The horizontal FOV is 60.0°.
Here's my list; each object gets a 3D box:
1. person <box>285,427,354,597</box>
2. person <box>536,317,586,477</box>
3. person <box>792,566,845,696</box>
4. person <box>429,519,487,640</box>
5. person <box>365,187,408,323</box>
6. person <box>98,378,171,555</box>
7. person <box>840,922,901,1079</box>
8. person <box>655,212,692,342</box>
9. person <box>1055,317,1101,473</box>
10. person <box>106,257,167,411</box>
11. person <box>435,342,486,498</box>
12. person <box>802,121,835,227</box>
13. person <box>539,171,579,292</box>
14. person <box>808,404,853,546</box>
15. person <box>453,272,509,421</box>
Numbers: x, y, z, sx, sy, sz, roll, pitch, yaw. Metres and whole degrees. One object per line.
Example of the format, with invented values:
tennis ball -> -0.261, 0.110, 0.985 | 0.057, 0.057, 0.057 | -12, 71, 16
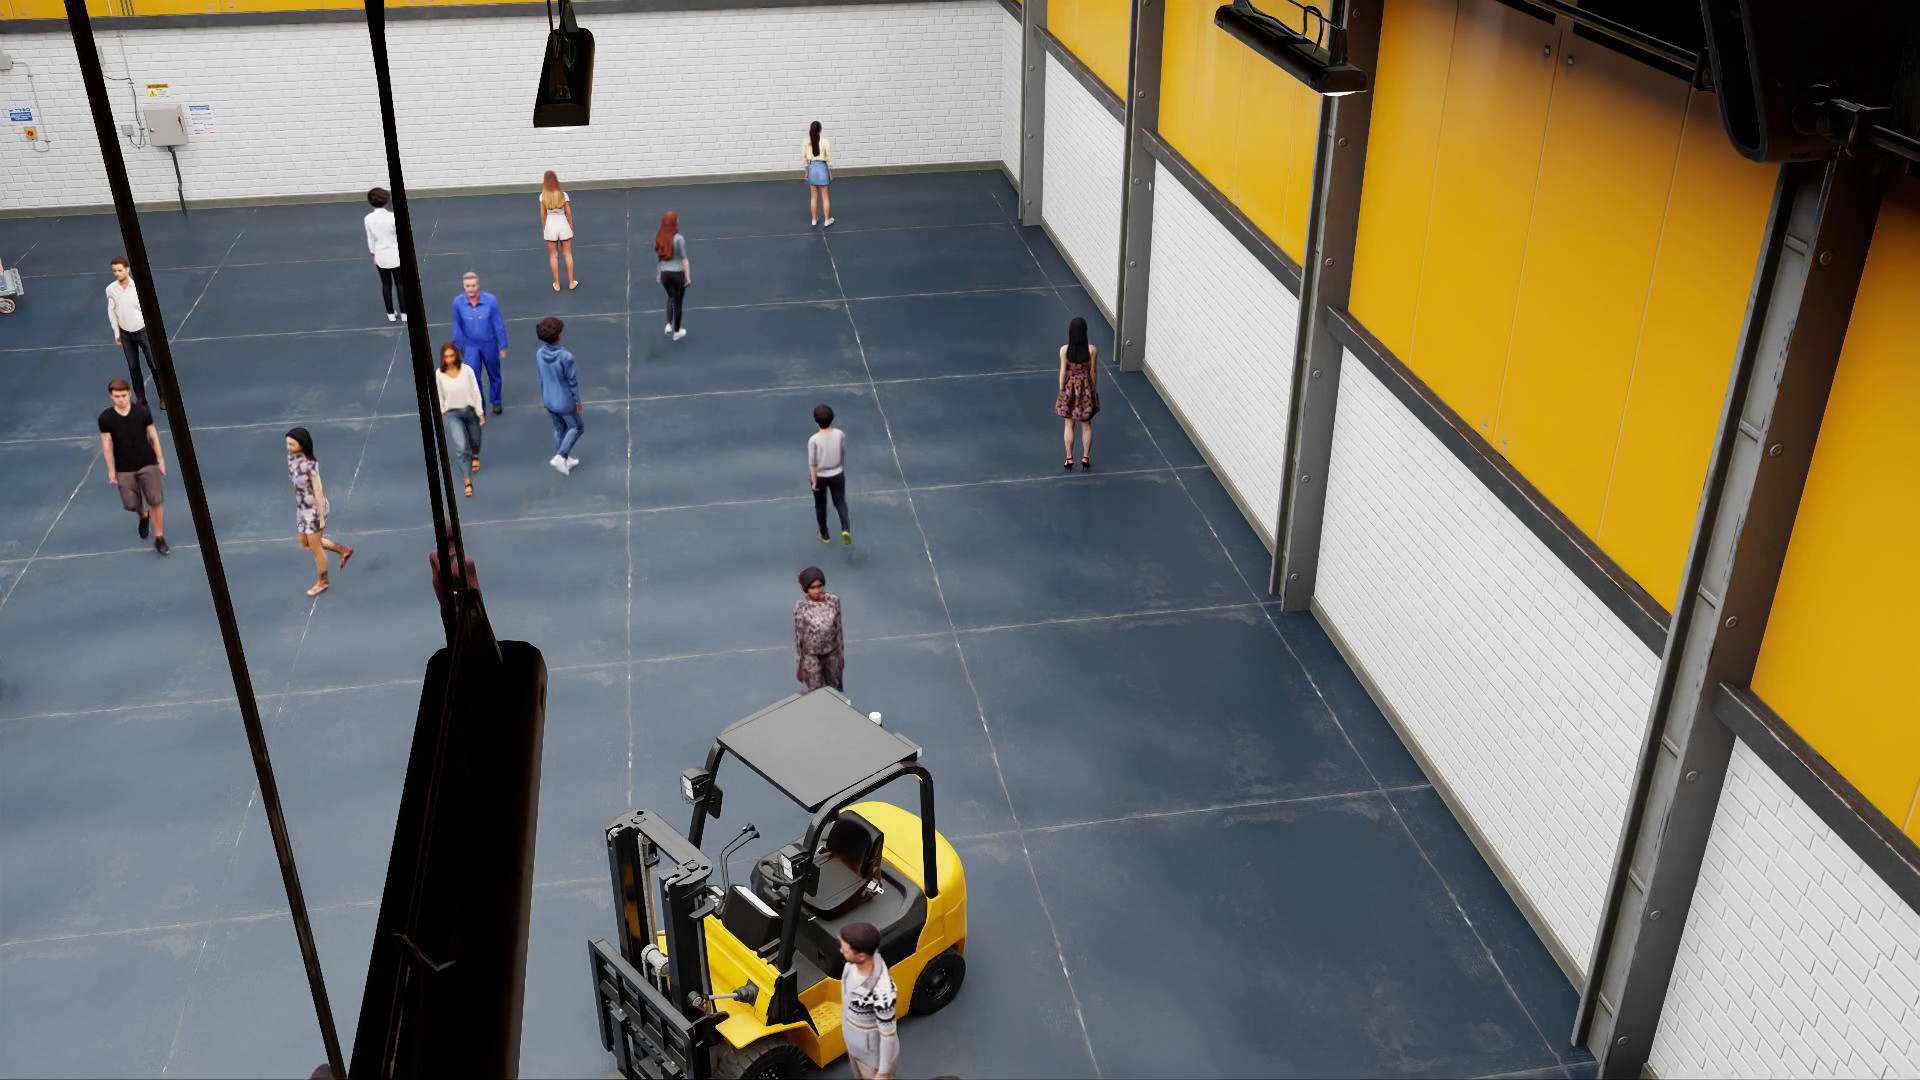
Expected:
person -> -6.134, -0.304, 15.938 | 0.871, 1.719, 0.926 | 20, 34, 32
person -> -4.387, -1.512, 18.076 | 0.898, 1.793, 0.967 | 14, 32, 24
person -> -1.172, 0.945, 13.663 | 0.646, 1.705, 0.711 | -11, 30, -19
person -> -4.283, 0.610, 14.220 | 0.670, 1.760, 0.668 | 7, 29, 13
person -> -7.662, -3.821, 22.297 | 0.644, 1.803, 0.621 | -1, 29, -2
person -> -8.256, -0.780, 16.669 | 0.831, 1.855, 0.964 | -14, 31, -23
person -> -0.515, 2.960, 9.808 | 0.792, 1.859, 0.592 | -11, 31, -20
person -> -3.760, -3.385, 21.568 | 0.759, 1.737, 0.824 | 10, 30, 17
person -> 1.290, -1.590, 18.238 | 0.701, 1.775, 0.711 | -1, 29, -1
person -> -9.768, -2.452, 19.718 | 0.653, 1.871, 0.514 | -5, 29, -9
person -> -5.358, -1.372, 17.969 | 0.685, 1.648, 1.062 | -8, 30, -14
person -> -2.214, -5.731, 25.978 | 0.712, 1.631, 0.690 | 6, 29, 11
person -> -5.667, -4.358, 23.394 | 0.563, 1.696, 0.531 | -5, 29, -10
person -> -1.294, -0.615, 16.692 | 0.683, 1.542, 0.887 | -13, 31, -22
person -> -5.611, -2.304, 19.522 | 0.787, 1.799, 0.986 | -6, 29, -11
